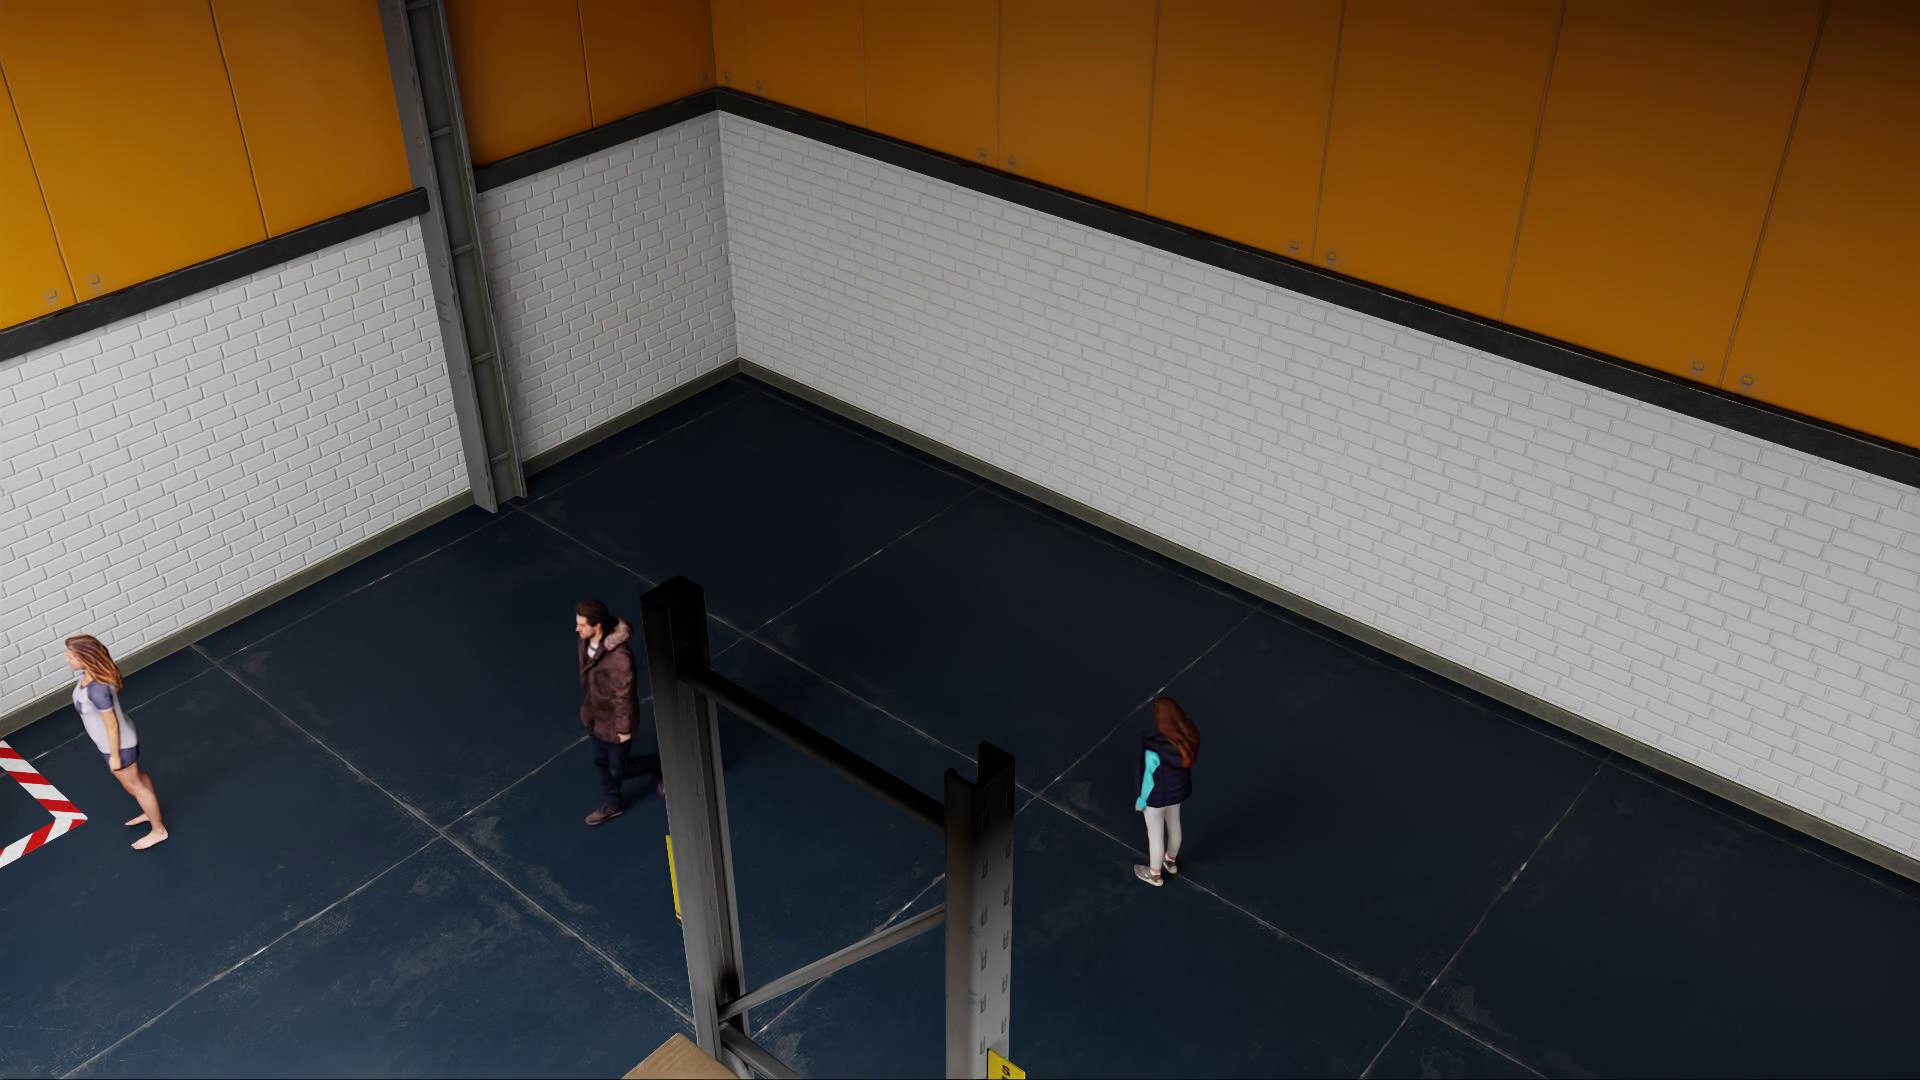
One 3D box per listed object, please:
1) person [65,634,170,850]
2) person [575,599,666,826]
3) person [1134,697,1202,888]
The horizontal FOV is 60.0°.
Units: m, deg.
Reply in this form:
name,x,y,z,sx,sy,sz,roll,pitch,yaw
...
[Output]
name,x,y,z,sx,sy,sz,roll,pitch,yaw
person,-5.678,1.336,11.217,0.663,1.733,0.670,-17,37,-23
person,-2.323,1.159,11.396,0.962,1.829,0.811,-27,42,-34
person,1.350,1.648,10.957,0.555,1.501,0.664,-26,42,-34
